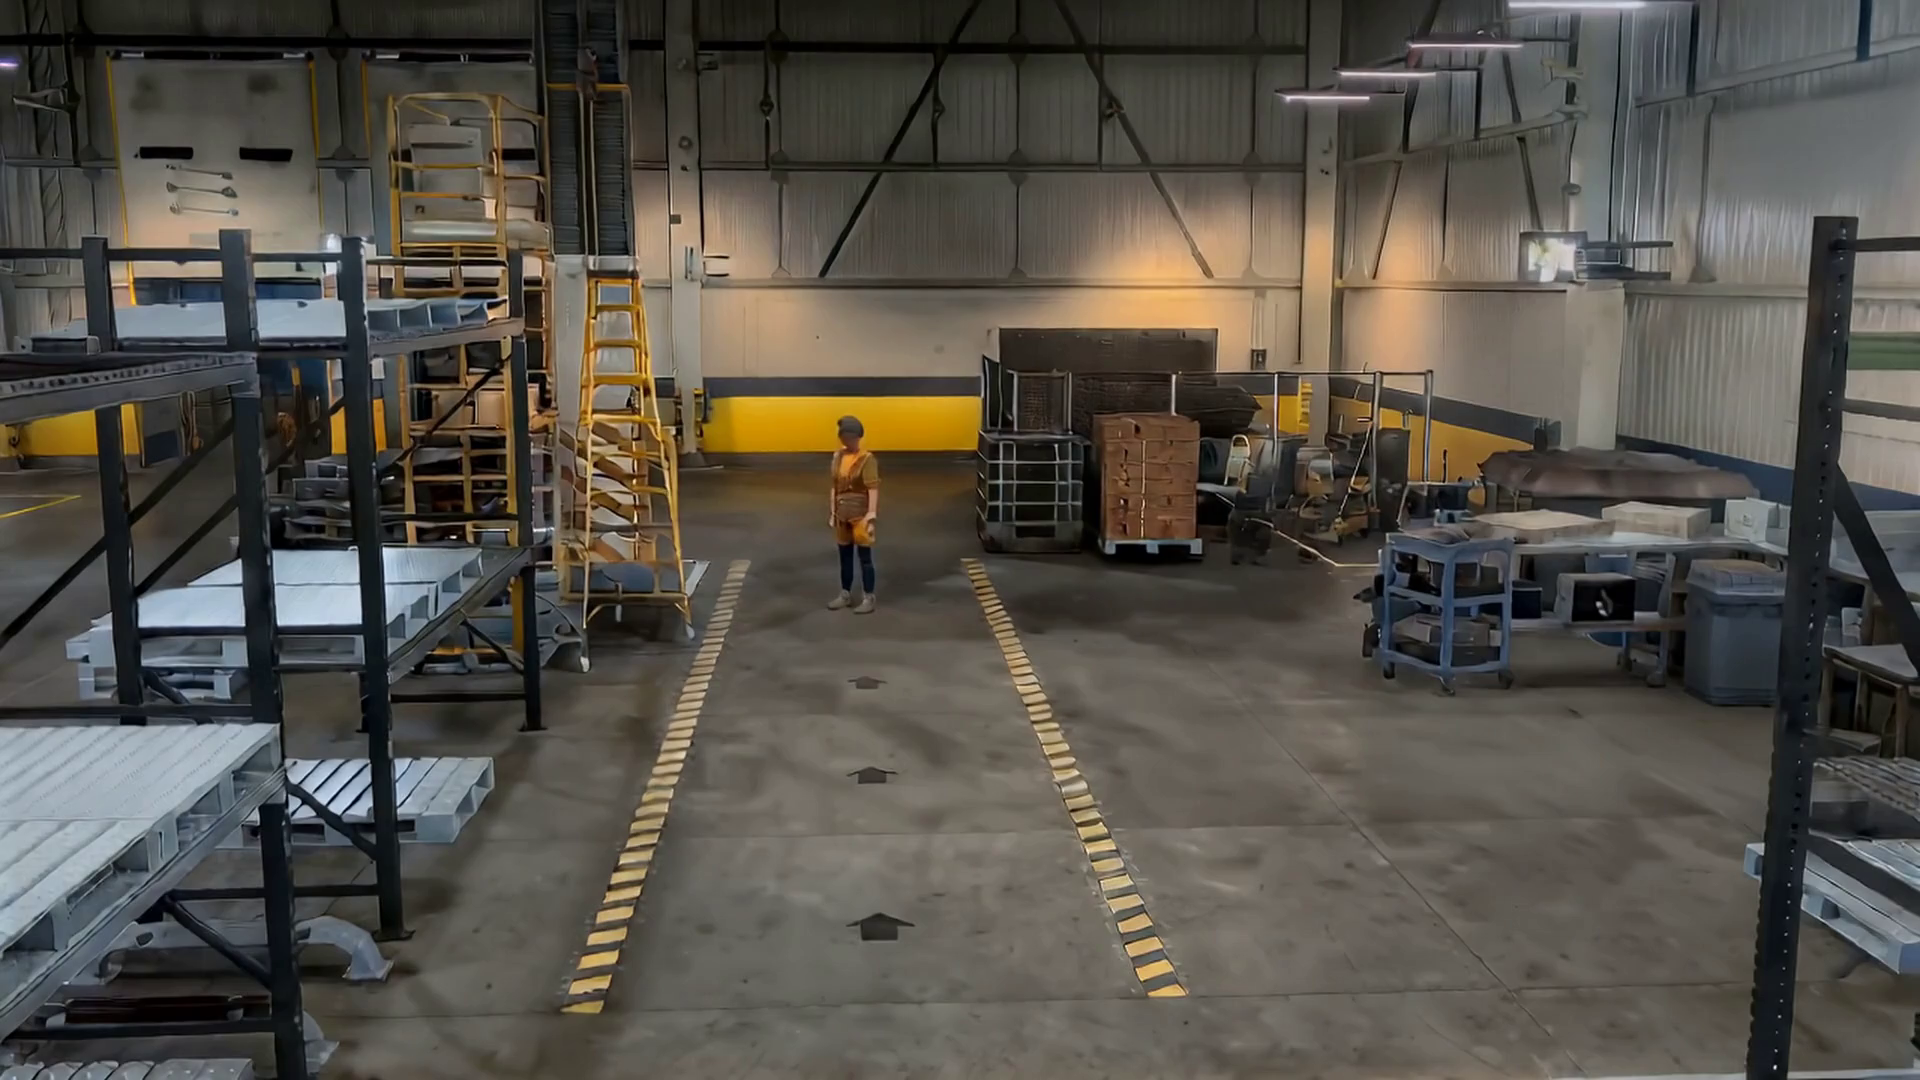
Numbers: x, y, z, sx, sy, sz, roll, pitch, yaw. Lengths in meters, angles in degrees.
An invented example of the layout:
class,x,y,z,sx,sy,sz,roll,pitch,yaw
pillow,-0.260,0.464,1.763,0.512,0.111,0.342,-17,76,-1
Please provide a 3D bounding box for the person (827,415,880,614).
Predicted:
class,x,y,z,sx,sy,sz,roll,pitch,yaw
person,-0.918,-0.217,14.185,0.541,1.698,0.316,8,12,41

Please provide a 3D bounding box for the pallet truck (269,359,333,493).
class,x,y,z,sx,sy,sz,roll,pitch,yaw
pallet truck,-7.062,-1.131,18.996,1.885,1.965,0.823,2,9,13
